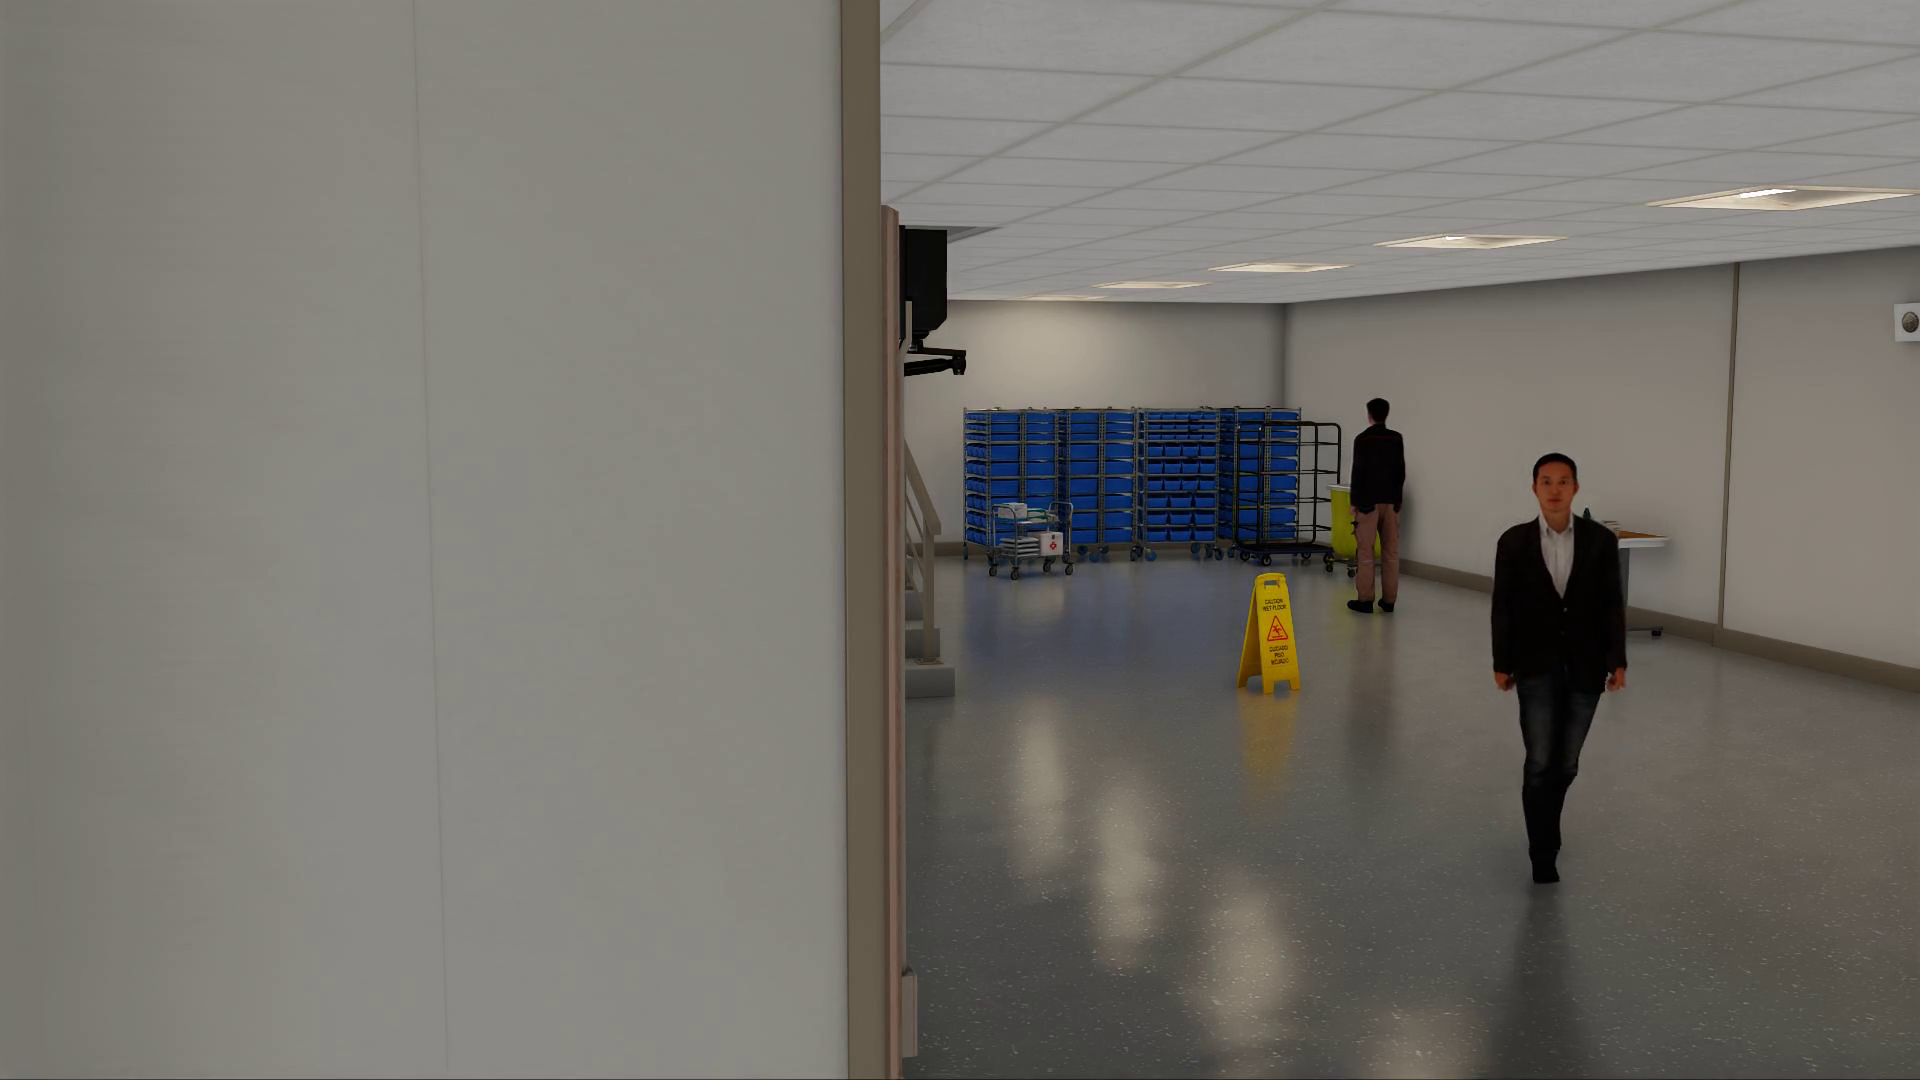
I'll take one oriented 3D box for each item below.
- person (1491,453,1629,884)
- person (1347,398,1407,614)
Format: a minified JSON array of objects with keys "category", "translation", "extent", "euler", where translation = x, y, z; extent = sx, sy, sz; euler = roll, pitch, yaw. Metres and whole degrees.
[{"category":"person","translation":[2.586,0.533,7.199],"extent":[0.987,1.775,1.221],"euler":[1,6,9]},{"category":"person","translation":[3.733,-0.317,14.910],"extent":[0.675,1.924,0.573],"euler":[-2,6,-15]}]
